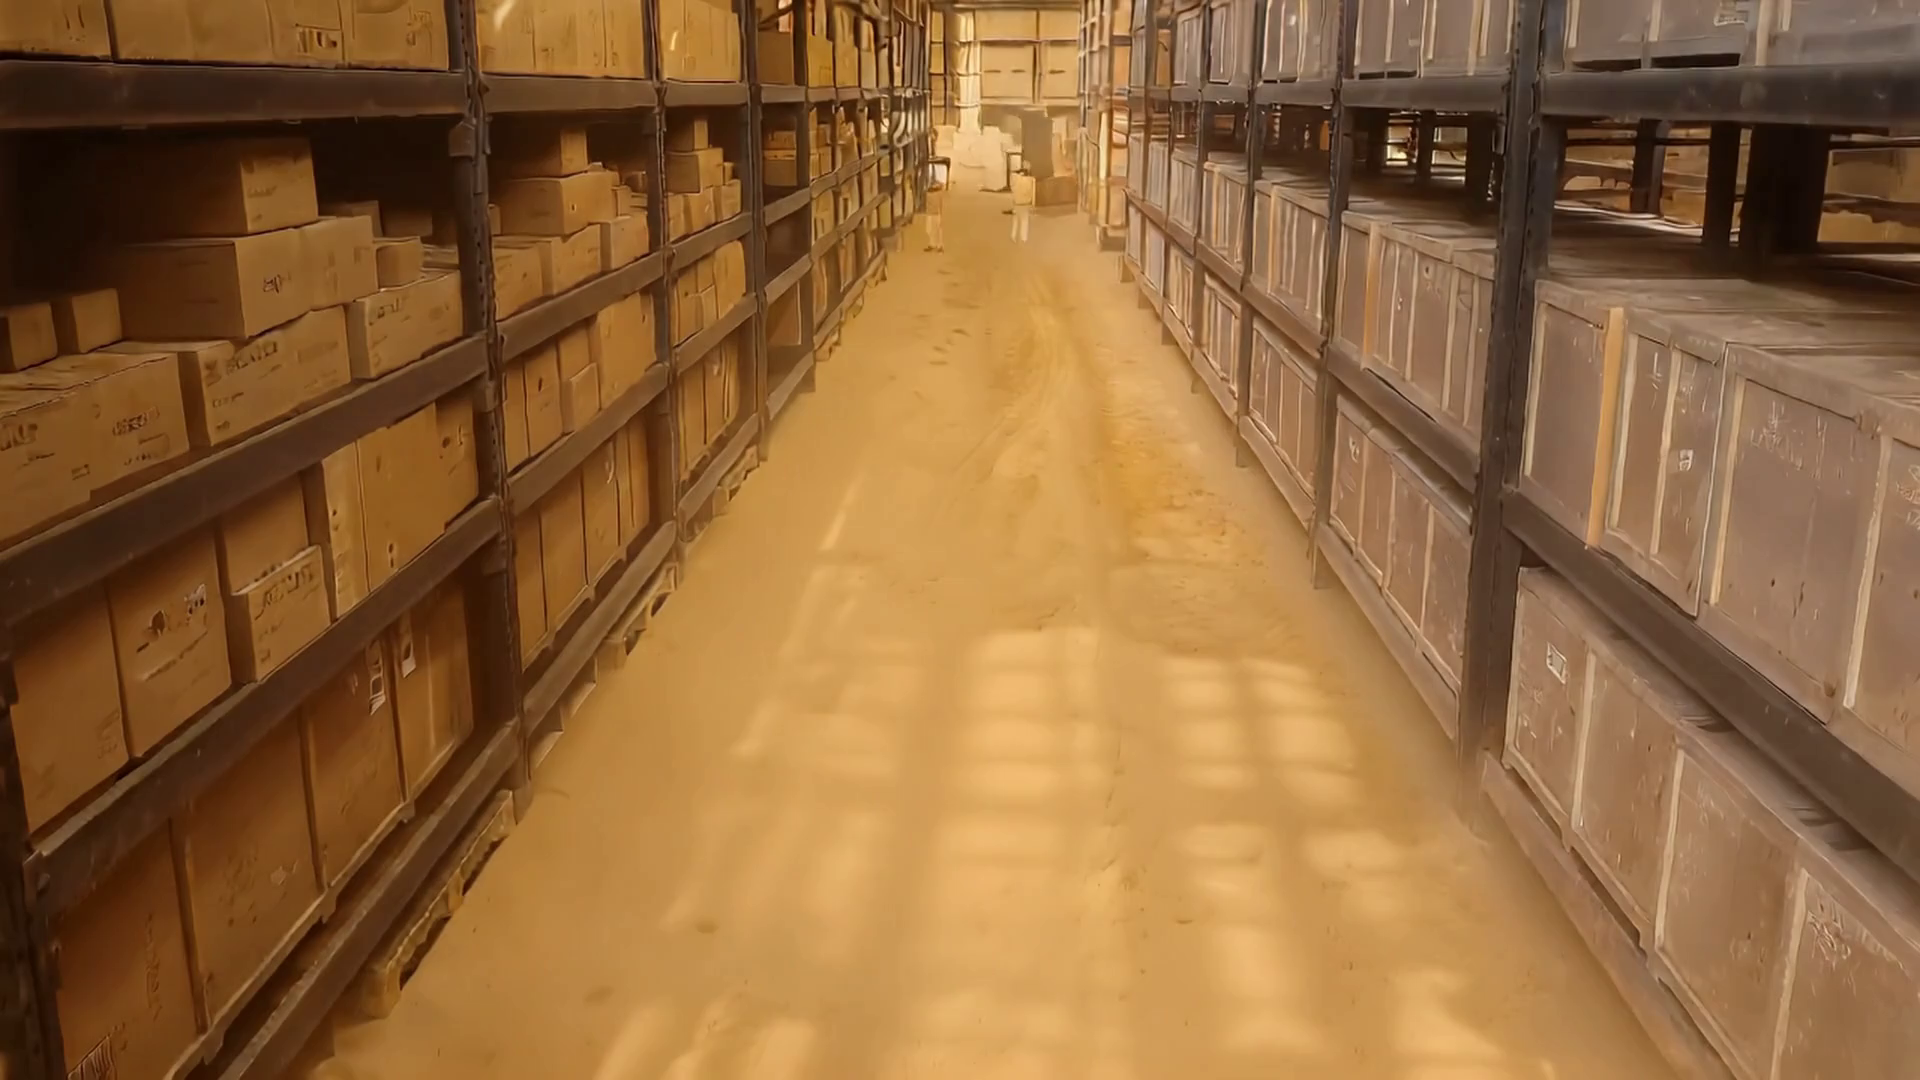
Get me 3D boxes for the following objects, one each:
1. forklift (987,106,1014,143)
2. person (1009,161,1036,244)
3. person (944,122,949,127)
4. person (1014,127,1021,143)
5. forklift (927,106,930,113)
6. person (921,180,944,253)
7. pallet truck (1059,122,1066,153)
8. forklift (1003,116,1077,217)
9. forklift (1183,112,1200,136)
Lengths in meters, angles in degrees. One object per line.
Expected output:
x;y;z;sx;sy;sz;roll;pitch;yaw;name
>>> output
1.827;-20.017;82.268;1.129;2.768;1.873;9;17;29;forklift
1.453;-7.895;38.965;0.692;1.940;0.463;8;17;26;person
-0.727;-22.132;91.925;0.543;1.939;0.360;9;18;30;person
2.705;-18.986;80.303;0.959;1.904;0.643;5;16;18;person
-2.001;-20.667;84.687;1.129;2.768;1.873;0;15;2;forklift
-0.616;-7.155;36.819;0.674;1.595;0.620;-13;19;-39;person
5.788;-21.111;88.014;1.885;1.965;0.823;5;16;18;pallet truck
2.346;-10.731;47.719;1.873;2.768;1.129;9;17;30;forklift
8.097;-13.747;58.938;1.129;2.768;1.873;0;15;1;forklift
